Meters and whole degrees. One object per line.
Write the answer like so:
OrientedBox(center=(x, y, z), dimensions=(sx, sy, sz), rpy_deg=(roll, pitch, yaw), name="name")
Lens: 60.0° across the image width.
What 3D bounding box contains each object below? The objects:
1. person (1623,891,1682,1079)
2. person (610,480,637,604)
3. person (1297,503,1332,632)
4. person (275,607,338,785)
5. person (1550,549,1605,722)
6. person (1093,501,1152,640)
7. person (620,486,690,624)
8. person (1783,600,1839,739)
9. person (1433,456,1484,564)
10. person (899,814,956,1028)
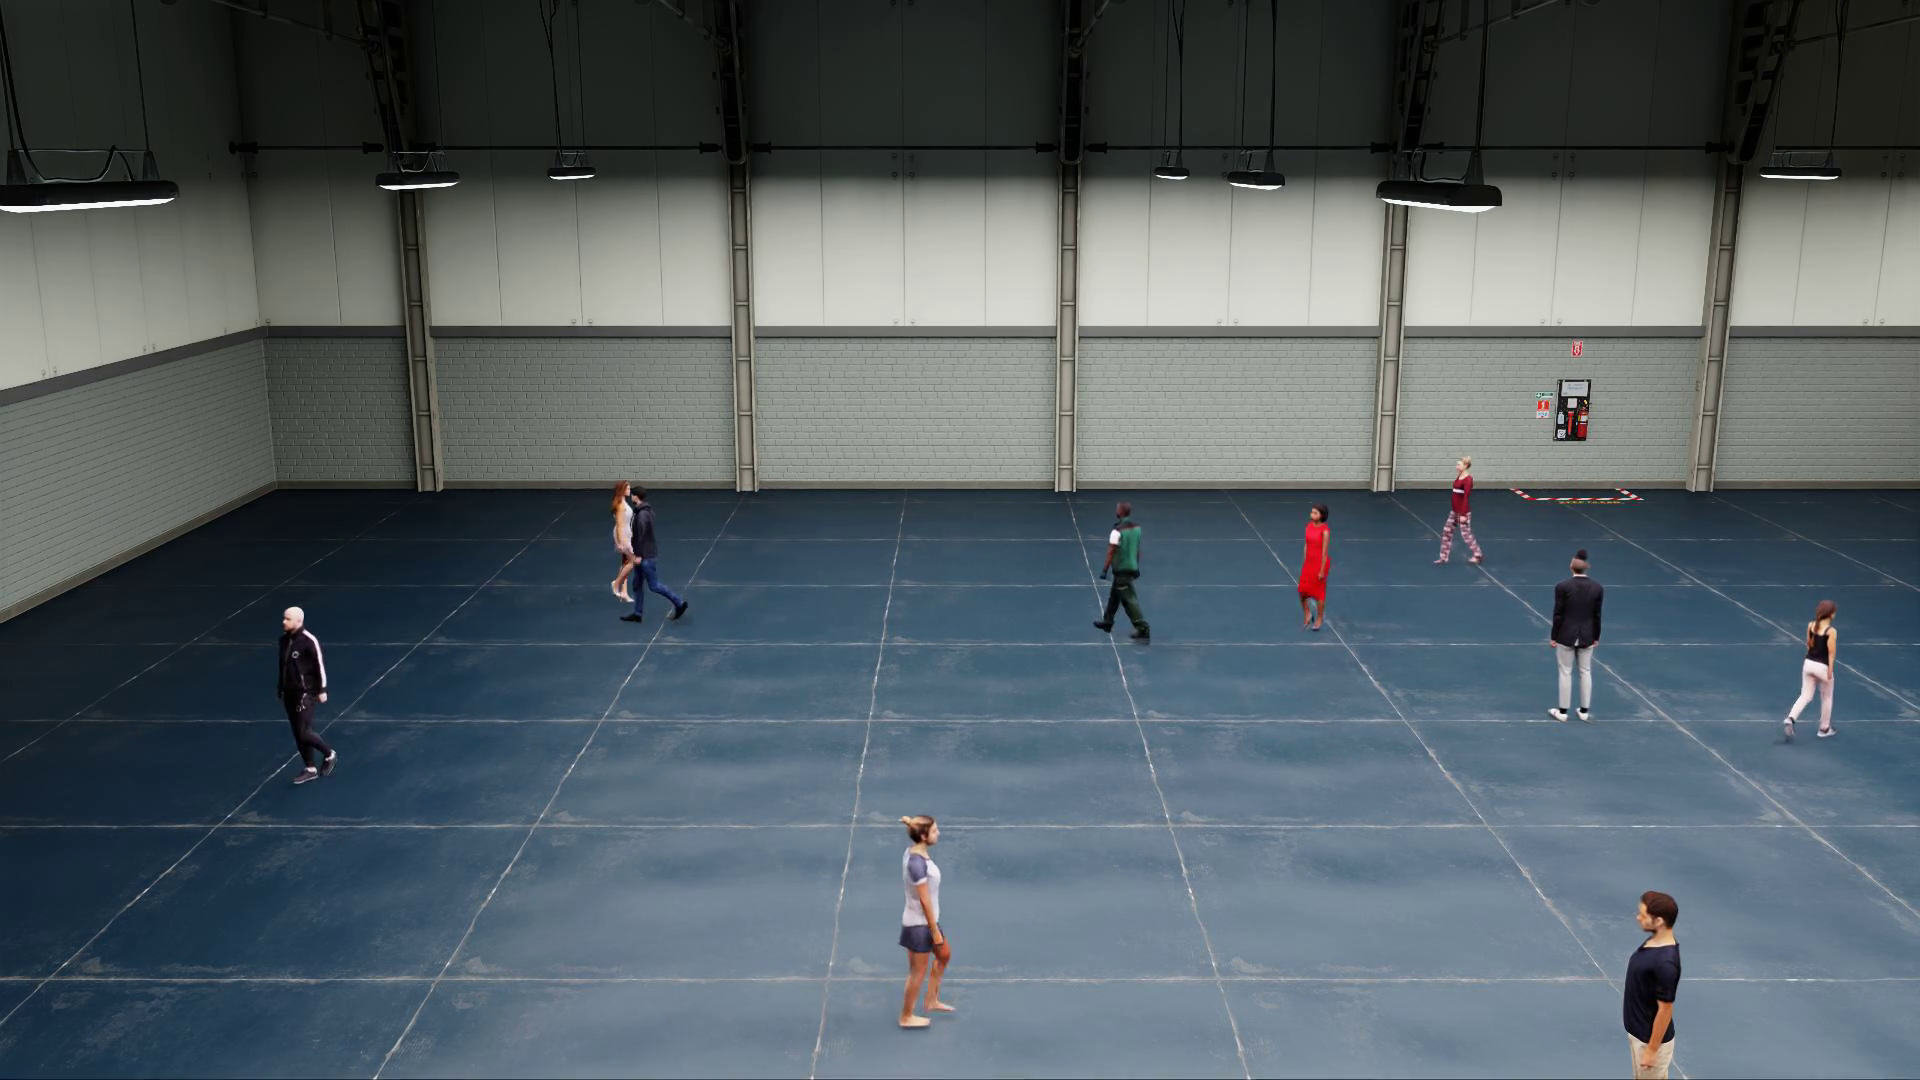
OrientedBox(center=(4.244, 3.022, 10.203), dimensions=(0.600, 1.850, 0.685), rpy_deg=(3, 13, 12), name="person")
OrientedBox(center=(-4.799, 0.031, 23.322), dimensions=(0.698, 1.758, 0.577), rpy_deg=(-1, 13, -3), name="person")
OrientedBox(center=(4.770, 0.358, 21.972), dimensions=(0.800, 1.730, 0.748), rpy_deg=(-9, 16, -35), name="person")
OrientedBox(center=(-6.525, 1.536, 16.676), dimensions=(0.828, 1.824, 0.902), rpy_deg=(8, 15, 31), name="person")
OrientedBox(center=(6.862, 1.043, 18.518), dimensions=(0.515, 1.954, 0.762), rpy_deg=(0, 13, 1), name="person")
OrientedBox(center=(2.183, 0.435, 21.495), dimensions=(1.276, 1.796, 1.151), rpy_deg=(10, 17, 38), name="person")
OrientedBox(center=(-4.102, 0.228, 22.268), dimensions=(1.185, 1.849, 0.775), rpy_deg=(-2, 13, -9), name="person")
OrientedBox(center=(9.173, 1.405, 17.872), dimensions=(1.011, 1.541, 0.828), rpy_deg=(-7, 15, -29), name="person")
OrientedBox(center=(7.754, -0.423, 25.512), dimensions=(1.081, 1.655, 0.775), rpy_deg=(-3, 13, -11), name="person")
OrientedBox(center=(-0.352, 2.748, 11.927), dimensions=(0.618, 1.607, 0.561), rpy_deg=(0, 13, 0), name="person")
